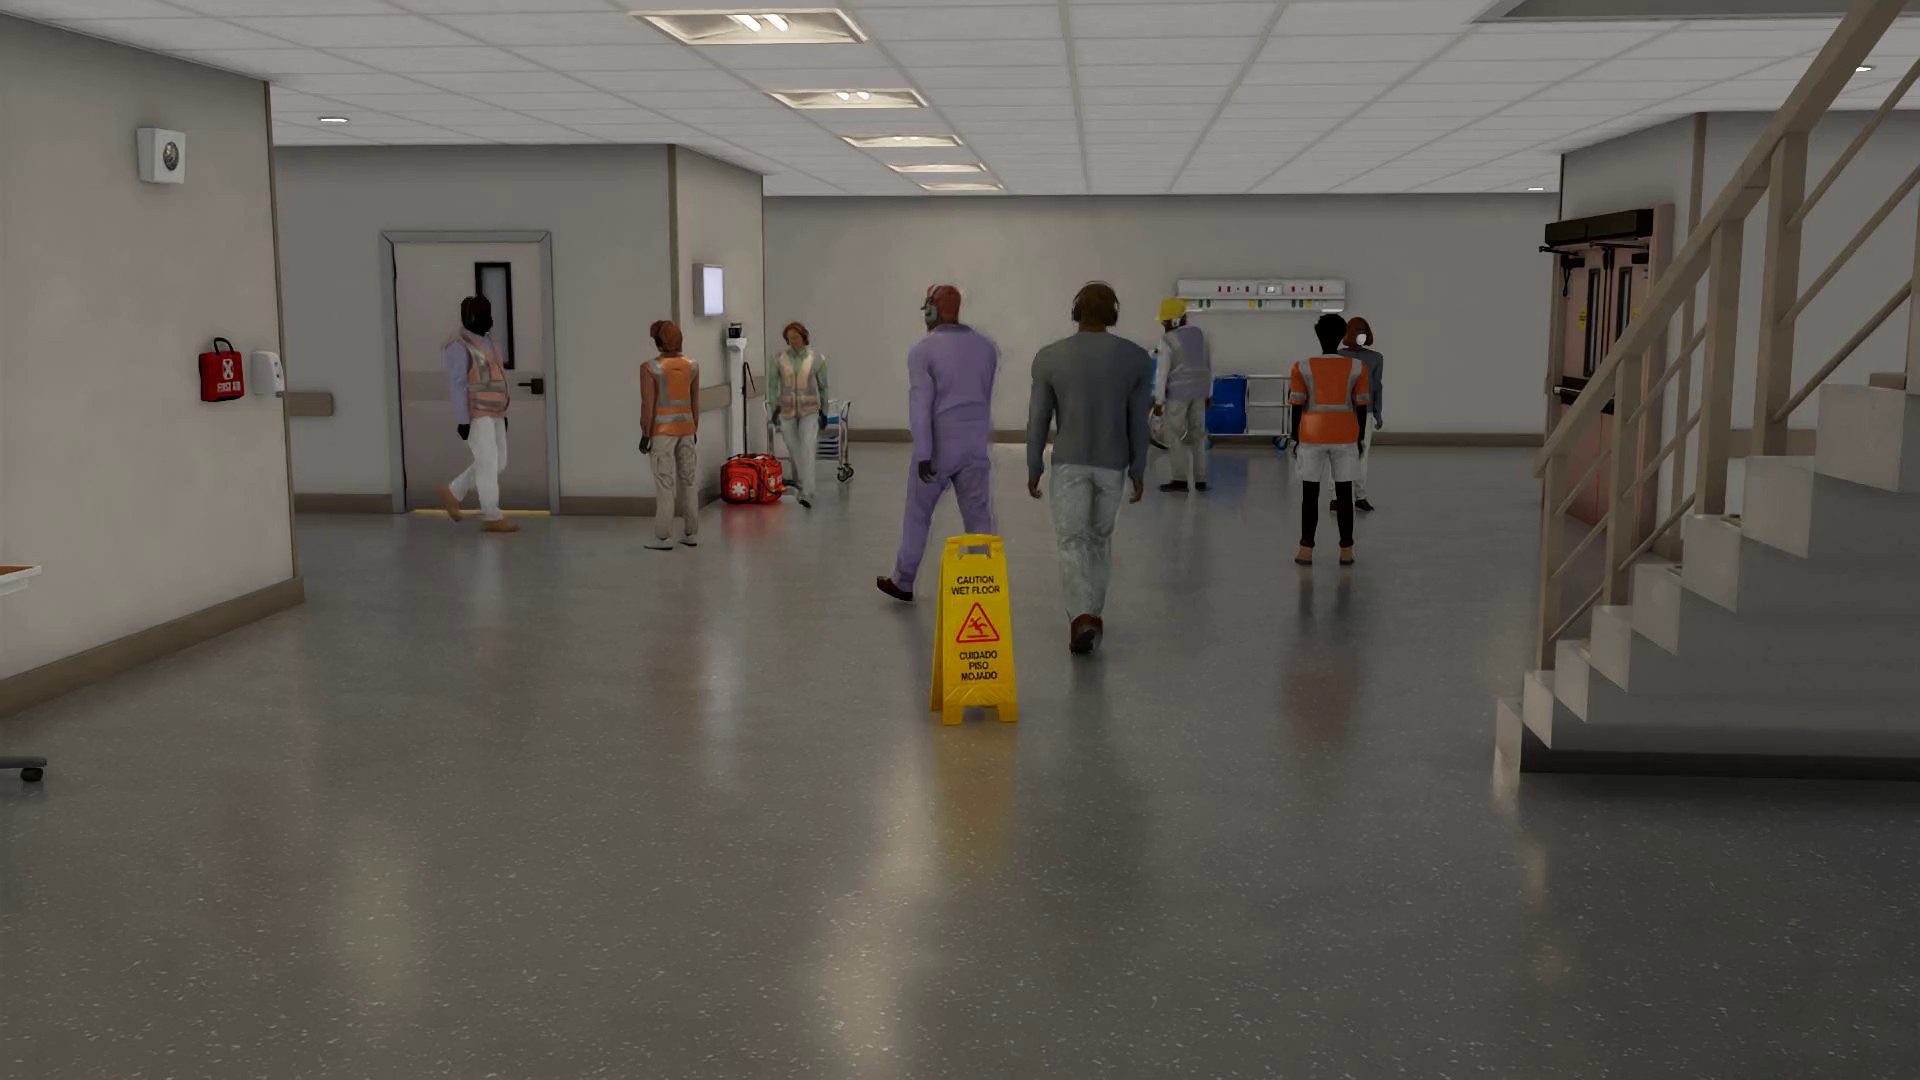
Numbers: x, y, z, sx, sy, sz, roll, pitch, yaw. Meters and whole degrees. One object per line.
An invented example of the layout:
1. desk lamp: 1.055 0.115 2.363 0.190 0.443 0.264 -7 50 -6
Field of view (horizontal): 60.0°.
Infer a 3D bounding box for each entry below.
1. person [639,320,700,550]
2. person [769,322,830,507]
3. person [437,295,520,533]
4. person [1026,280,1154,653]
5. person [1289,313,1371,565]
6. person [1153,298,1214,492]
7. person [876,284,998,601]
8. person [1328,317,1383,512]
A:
1. person: -2.069 -0.748 11.898 0.307 1.643 0.514 7 11 41
2. person: -1.391 -1.092 14.428 0.498 1.584 0.887 0 8 3
3. person: -3.722 -0.966 12.771 0.652 1.822 0.643 1 8 8
4. person: 0.674 -0.376 8.573 0.647 1.907 0.912 -1 8 -5
5. person: 2.471 -0.668 11.169 0.540 1.697 0.316 1 8 4
6. person: 2.072 -1.332 15.399 0.644 1.790 0.407 -5 10 -30
7. person: -0.116 -0.544 9.728 0.658 1.869 0.906 -6 10 -35
8. person: 3.311 -1.052 13.980 0.501 1.636 0.280 -1 8 -8
